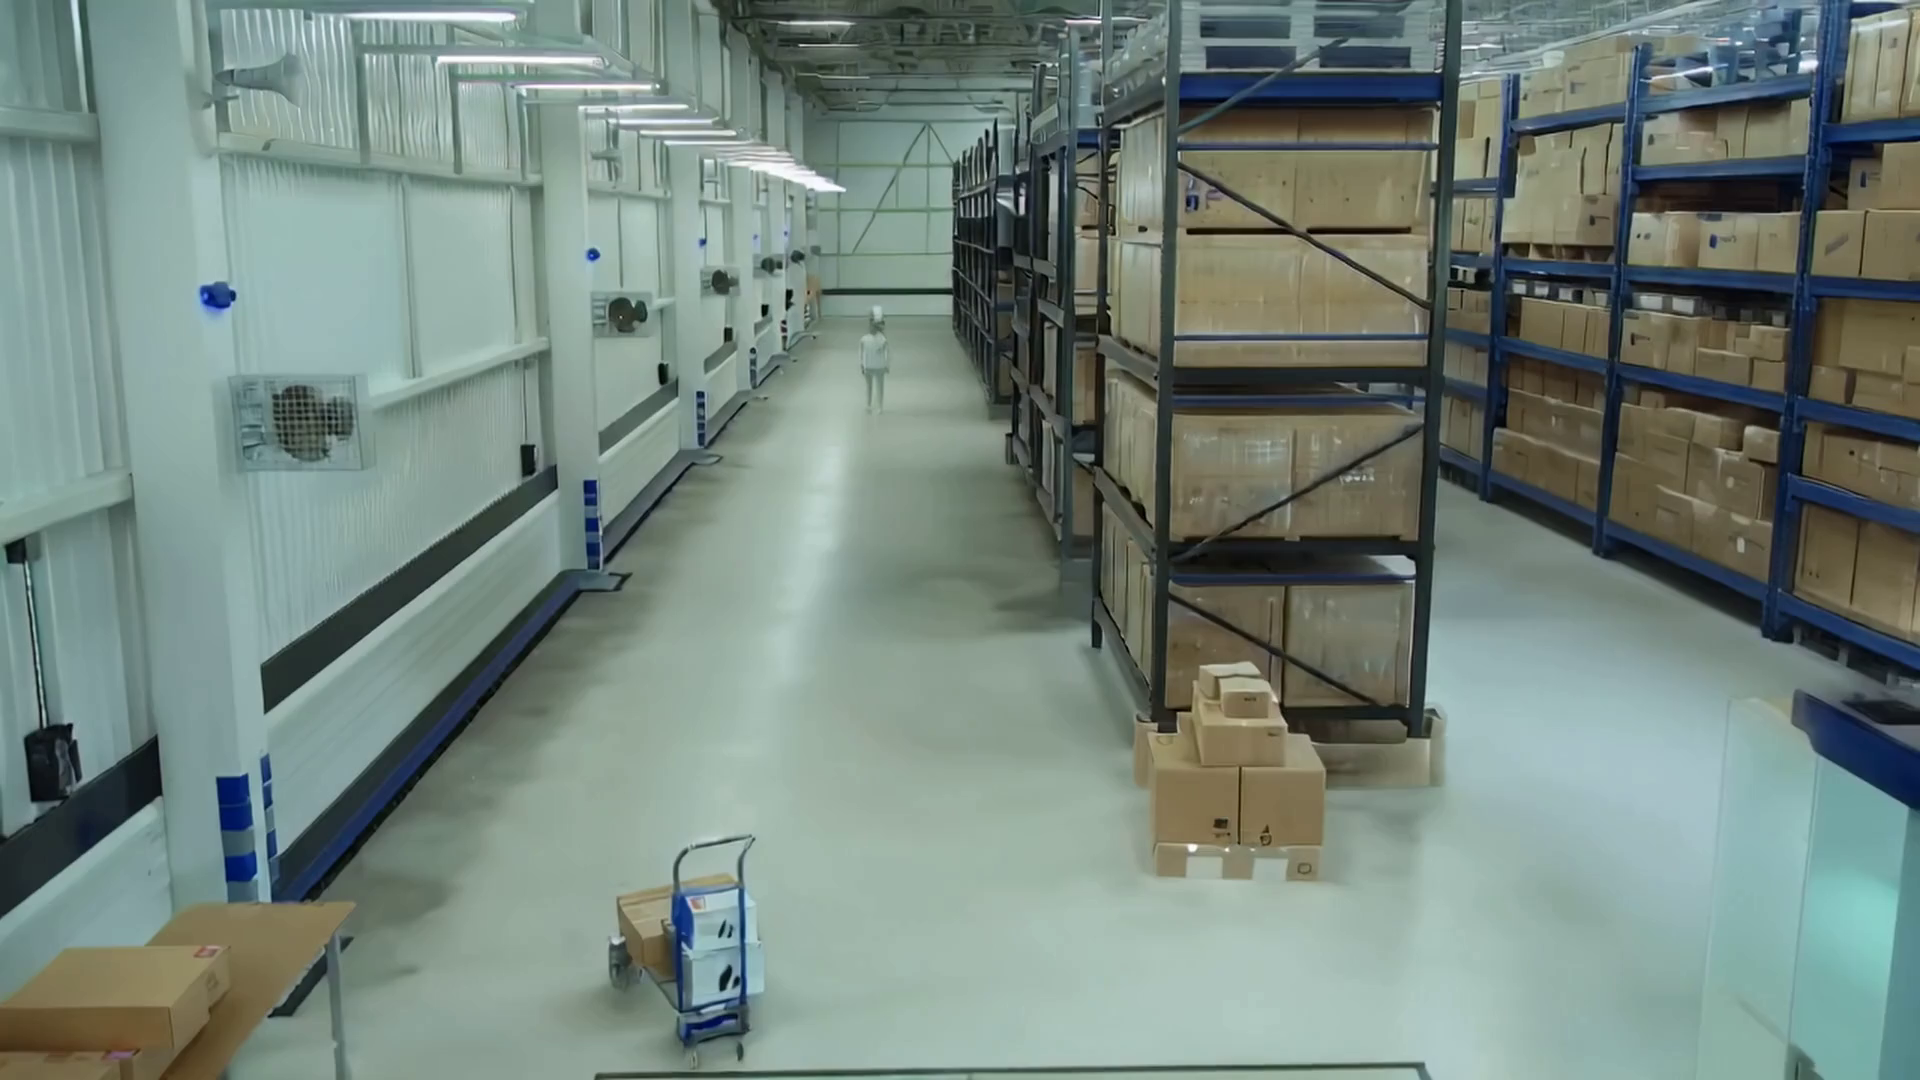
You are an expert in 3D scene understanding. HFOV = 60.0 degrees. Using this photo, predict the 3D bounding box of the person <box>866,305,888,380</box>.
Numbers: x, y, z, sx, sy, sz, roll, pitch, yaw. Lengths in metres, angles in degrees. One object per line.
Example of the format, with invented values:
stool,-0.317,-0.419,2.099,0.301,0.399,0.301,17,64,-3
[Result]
person,-2.144,-5.080,42.828,0.593,1.909,0.400,-4,12,-21

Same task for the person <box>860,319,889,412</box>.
person,-1.834,-3.727,35.582,0.617,1.988,0.402,0,11,2
